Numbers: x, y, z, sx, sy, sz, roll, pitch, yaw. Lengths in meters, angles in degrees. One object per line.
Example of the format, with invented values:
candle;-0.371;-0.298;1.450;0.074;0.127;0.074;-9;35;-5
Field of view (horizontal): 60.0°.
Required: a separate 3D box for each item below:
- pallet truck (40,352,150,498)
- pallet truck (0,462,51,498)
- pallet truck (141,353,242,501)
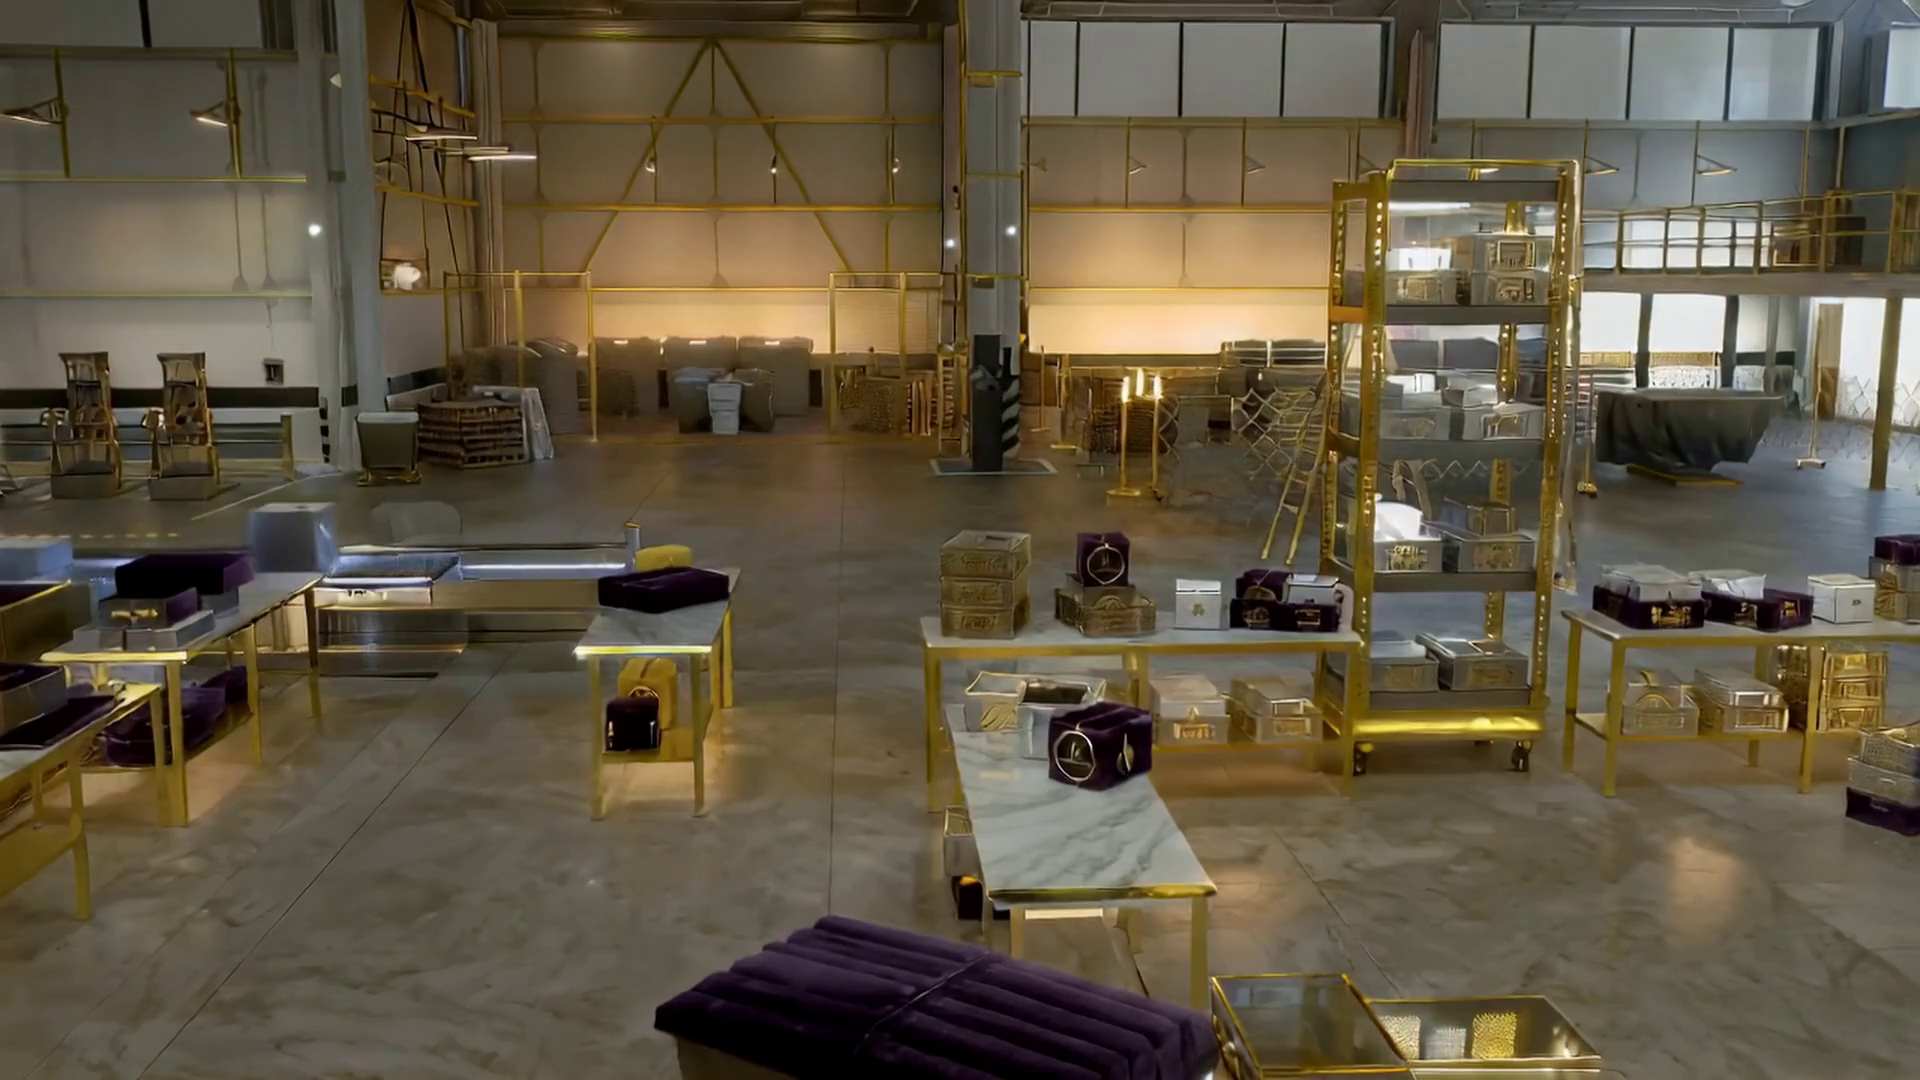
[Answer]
pallet truck;-11.907;-1.642;23.165;0.823;1.965;1.885;0;9;0
pallet truck;-13.193;-1.293;23.148;0.653;1.274;1.630;-1;9;-4
pallet truck;-10.520;-1.604;22.925;0.823;1.965;1.885;-1;9;-6
